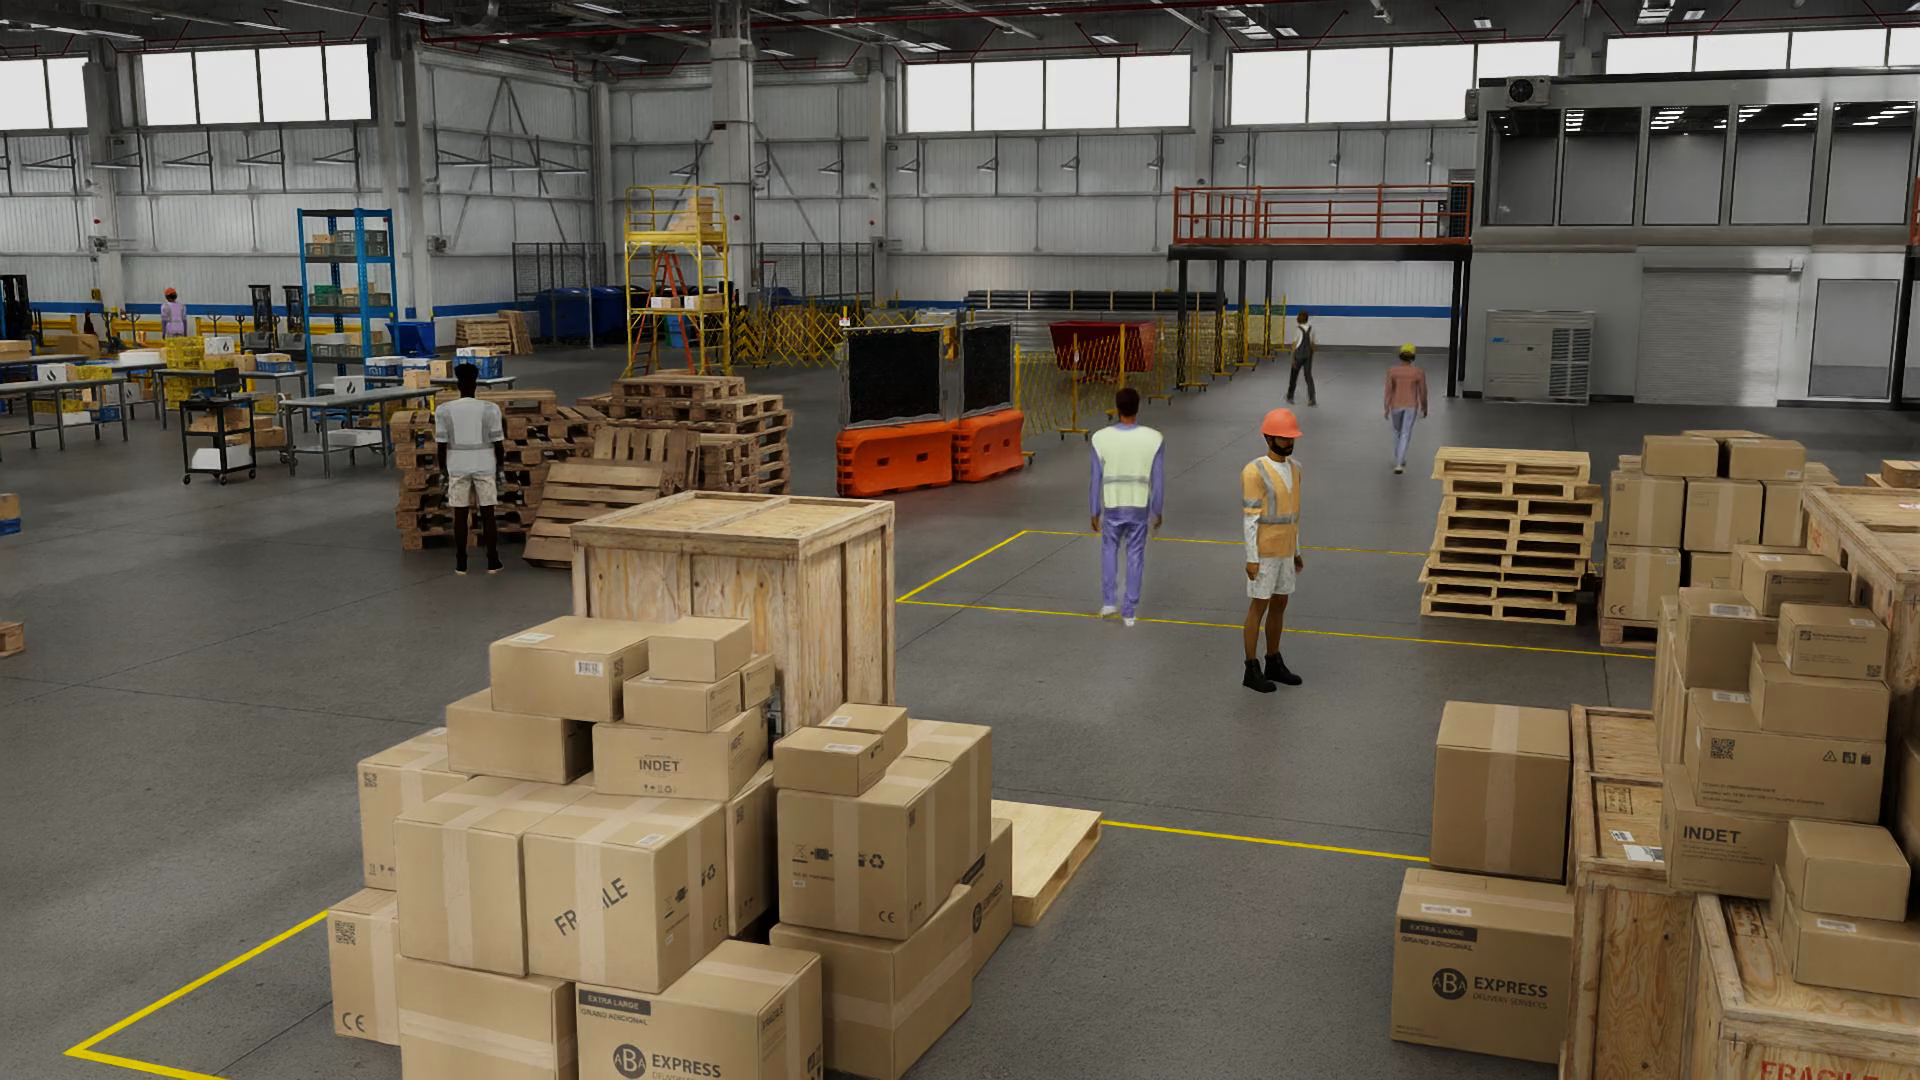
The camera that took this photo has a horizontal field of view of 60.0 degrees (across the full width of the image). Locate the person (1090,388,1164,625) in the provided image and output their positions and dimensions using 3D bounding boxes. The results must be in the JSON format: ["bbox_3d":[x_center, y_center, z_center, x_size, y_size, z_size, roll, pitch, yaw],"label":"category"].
[{"bbox_3d":[1.349,-0.275,13.404,0.593,1.900,0.585,1,10,7],"label":"person"}]

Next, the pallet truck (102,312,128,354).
[{"bbox_3d":[-23.057,-5.777,46.261,0.680,1.201,1.601,3,11,19],"label":"pallet truck"}]

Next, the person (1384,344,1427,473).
[{"bbox_3d":[5.981,-1.773,22.337,0.534,1.713,0.930,5,11,27],"label":"person"}]

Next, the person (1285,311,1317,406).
[{"bbox_3d":[6.512,-3.441,31.528,0.531,1.803,0.972,-3,10,-15],"label":"person"}]

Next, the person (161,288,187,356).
[{"bbox_3d":[-18.511,-4.918,39.163,0.406,2.034,0.608,7,12,35],"label":"person"}]

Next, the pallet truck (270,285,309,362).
[{"bbox_3d":[-17.147,-5.700,43.663,0.823,1.965,1.885,3,11,17],"label":"pallet truck"}]

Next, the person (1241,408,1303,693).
[{"bbox_3d":[2.158,0.065,11.363,0.552,1.937,0.356,-9,13,-40],"label":"person"}]

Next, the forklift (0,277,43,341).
[{"bbox_3d":[-27.151,-6.329,46.328,1.157,1.987,2.680,3,11,17],"label":"forklift"}]

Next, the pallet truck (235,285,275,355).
[{"bbox_3d":[-18.327,-5.835,44.421,0.823,1.965,1.885,4,11,23],"label":"pallet truck"}]

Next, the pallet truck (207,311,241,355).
[{"bbox_3d":[-19.537,-5.575,44.913,0.653,1.274,1.630,3,11,19],"label":"pallet truck"}]

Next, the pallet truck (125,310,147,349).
[{"bbox_3d":[-22.038,-5.665,45.457,0.704,1.261,1.522,3,11,17],"label":"pallet truck"}]

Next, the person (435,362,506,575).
[{"bbox_3d":[-4.498,-0.652,15.320,0.614,1.963,0.361,-2,10,-13],"label":"person"}]
